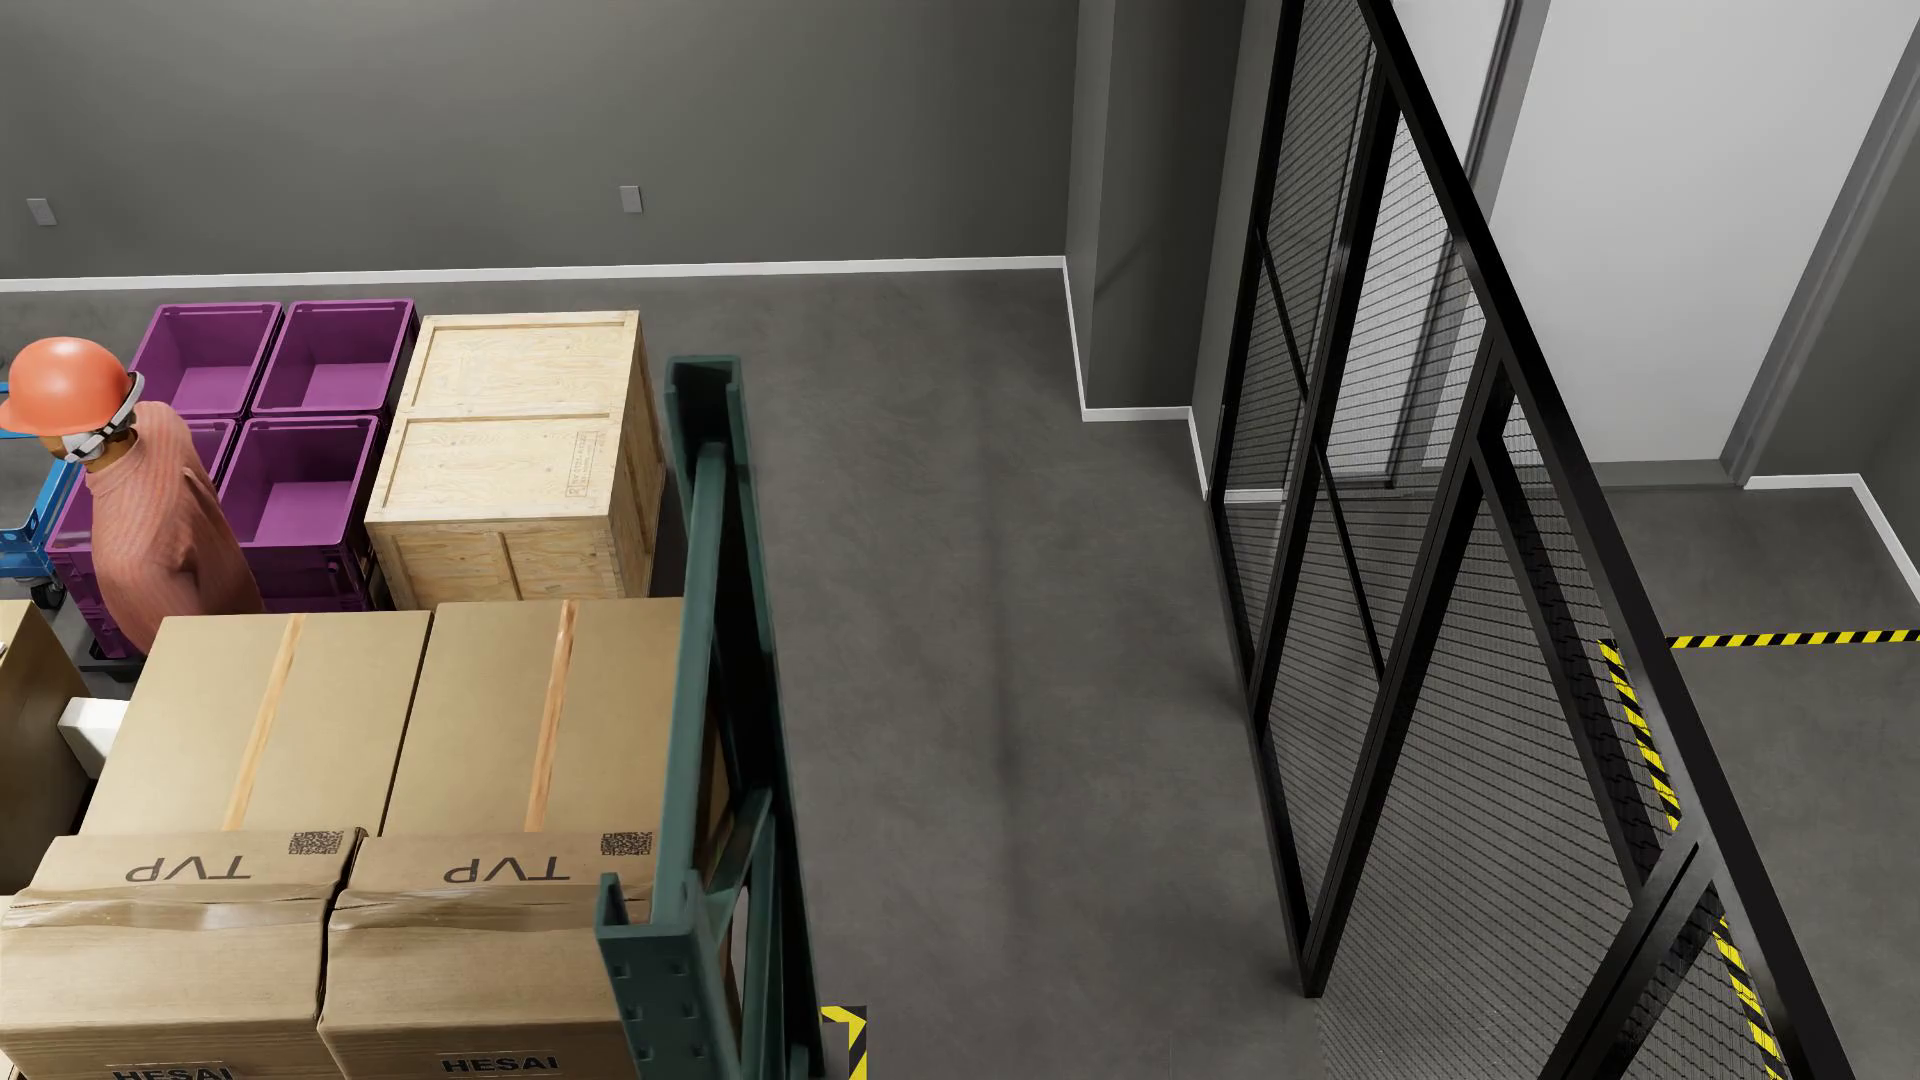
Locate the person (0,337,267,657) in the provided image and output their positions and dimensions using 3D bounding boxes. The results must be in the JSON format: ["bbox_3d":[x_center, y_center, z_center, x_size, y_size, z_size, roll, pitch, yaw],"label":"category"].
[{"bbox_3d":[-2.045,0.251,4.478,0.381,1.994,0.620,-12,48,-11],"label":"person"}]

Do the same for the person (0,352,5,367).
[{"bbox_3d":[-4.035,-1.276,5.980,0.379,1.933,0.629,-2,46,-2],"label":"person"}]
